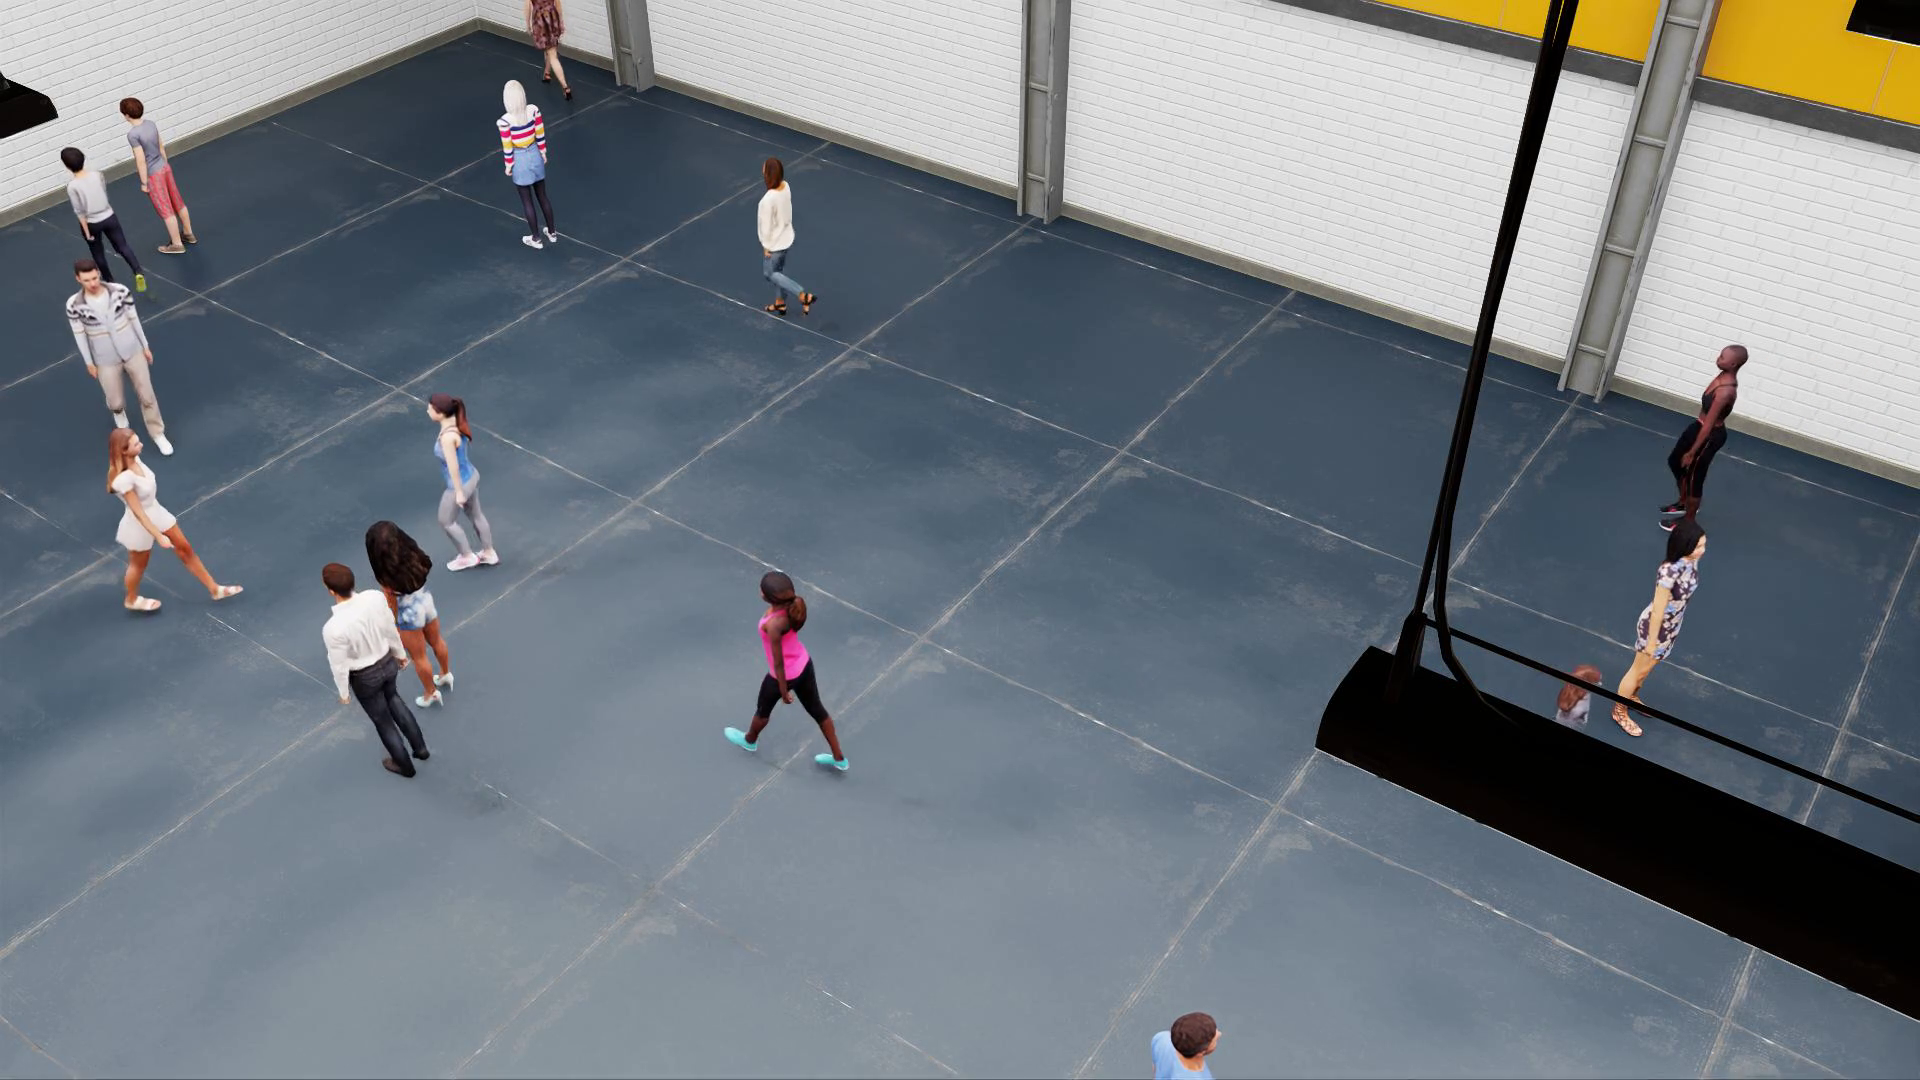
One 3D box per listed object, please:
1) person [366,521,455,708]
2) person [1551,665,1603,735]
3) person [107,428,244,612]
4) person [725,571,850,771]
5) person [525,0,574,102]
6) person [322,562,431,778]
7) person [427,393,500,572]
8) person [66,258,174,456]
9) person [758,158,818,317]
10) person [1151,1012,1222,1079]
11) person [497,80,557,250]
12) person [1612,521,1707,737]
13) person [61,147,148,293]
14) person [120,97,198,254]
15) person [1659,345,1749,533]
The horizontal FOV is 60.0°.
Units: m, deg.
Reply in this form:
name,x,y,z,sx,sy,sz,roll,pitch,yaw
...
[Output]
name,x,y,z,sx,sy,sz,roll,pitch,yaw
person,-3.851,0.521,11.711,0.652,1.620,0.620,13,40,16
person,4.062,1.235,11.249,0.866,1.081,0.649,9,39,11
person,-6.183,-0.091,12.454,1.159,1.649,1.008,-2,39,-2
person,-1.061,0.921,11.172,1.185,1.667,0.710,16,41,19
person,-4.915,-6.083,19.893,0.879,1.728,1.220,-23,44,-26
person,-3.818,0.909,11.029,0.672,1.863,0.693,20,43,24
person,-3.816,-0.441,12.932,0.772,1.598,0.725,0,39,1
person,-7.212,-1.613,14.206,0.849,1.840,1.025,-26,46,-29
person,-1.673,-2.840,15.883,0.881,1.666,0.736,14,41,17
person,1.099,3.002,8.409,0.803,1.863,0.695,-15,41,-17
person,-4.433,-3.860,17.045,0.695,1.808,0.592,-30,48,-32
person,4.857,0.590,11.534,0.561,1.733,0.627,31,48,33
person,-8.399,-3.105,16.324,0.926,1.529,0.573,26,45,29
person,-8.217,-3.736,17.017,0.636,1.650,0.646,10,40,12
person,6.023,-0.773,13.226,0.680,1.751,0.666,10,40,13
